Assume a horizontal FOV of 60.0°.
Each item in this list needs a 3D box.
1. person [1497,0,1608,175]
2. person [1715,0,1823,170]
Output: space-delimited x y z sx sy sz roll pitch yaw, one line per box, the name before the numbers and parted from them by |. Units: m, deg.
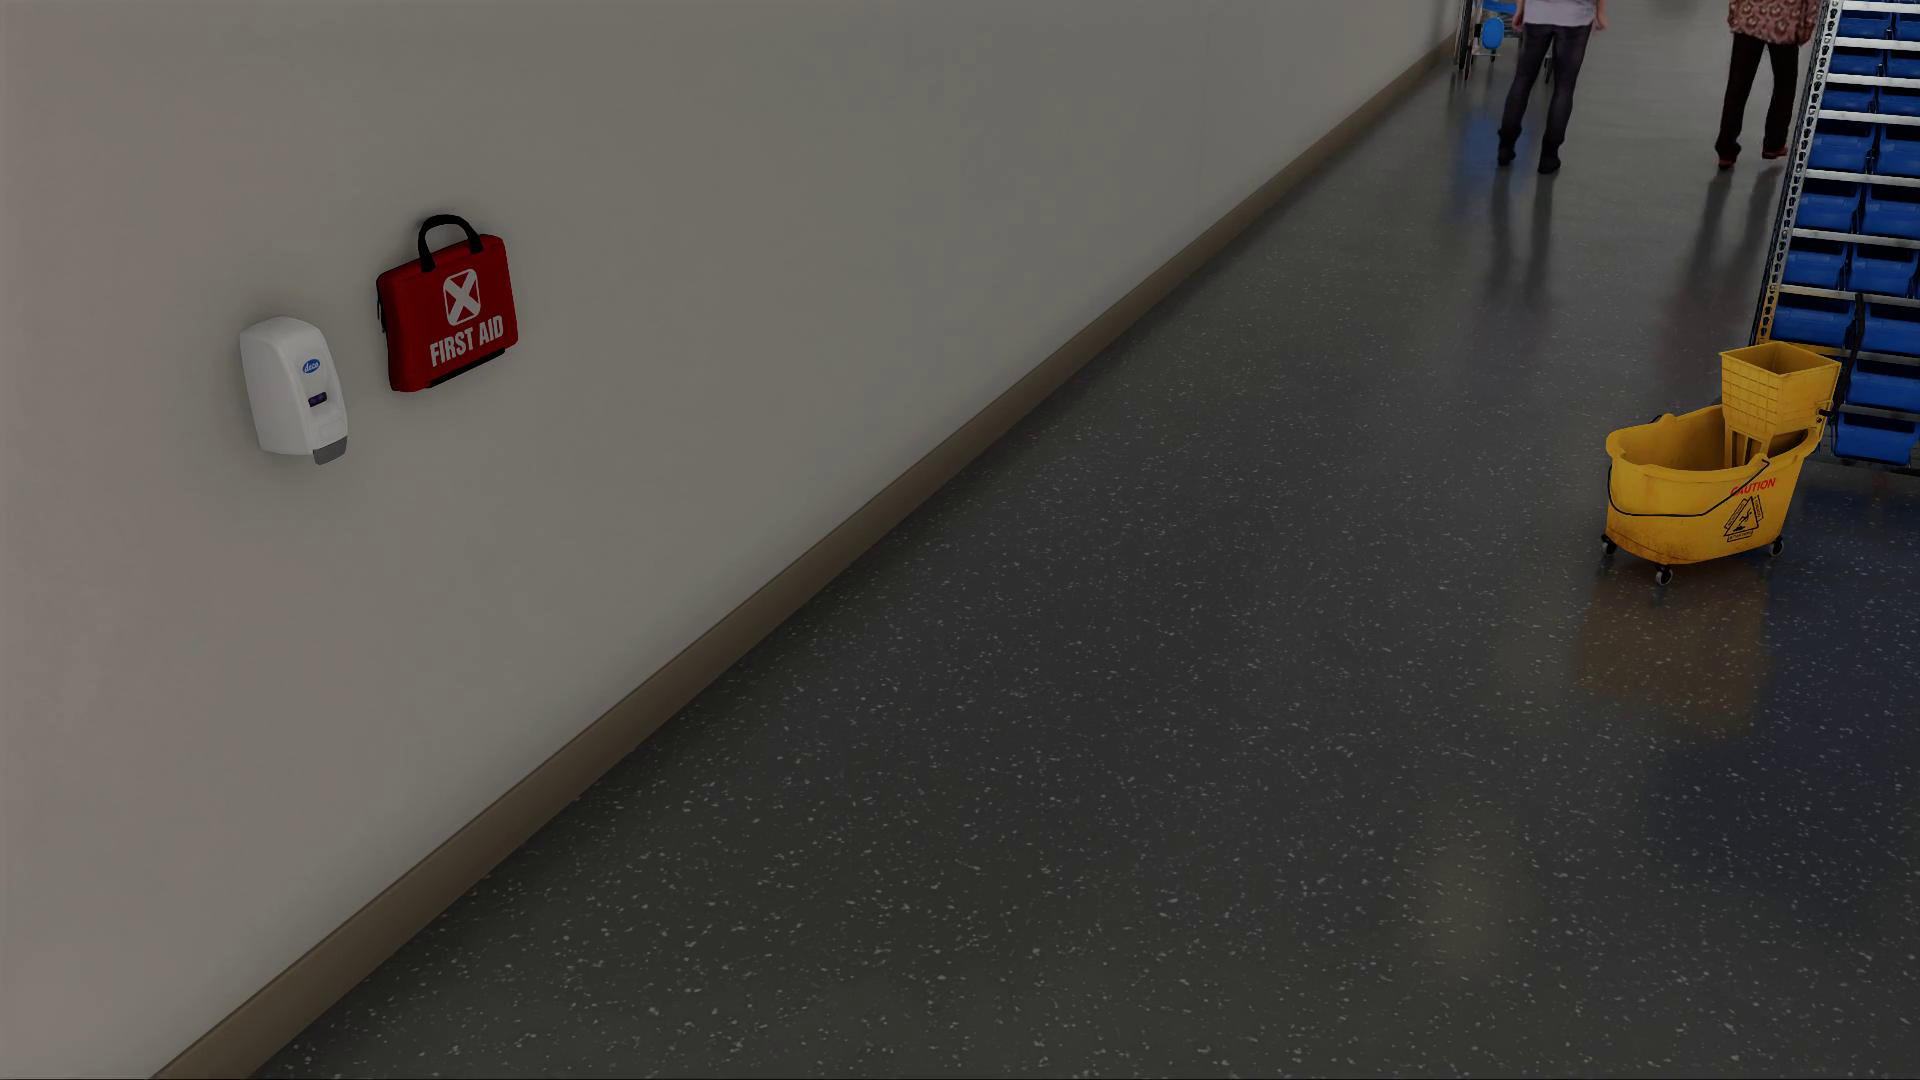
person | 3.608 -3.137 10.061 0.622 1.827 0.772 15 29 28
person | 4.933 -3.171 10.177 0.836 1.789 0.840 16 30 29
